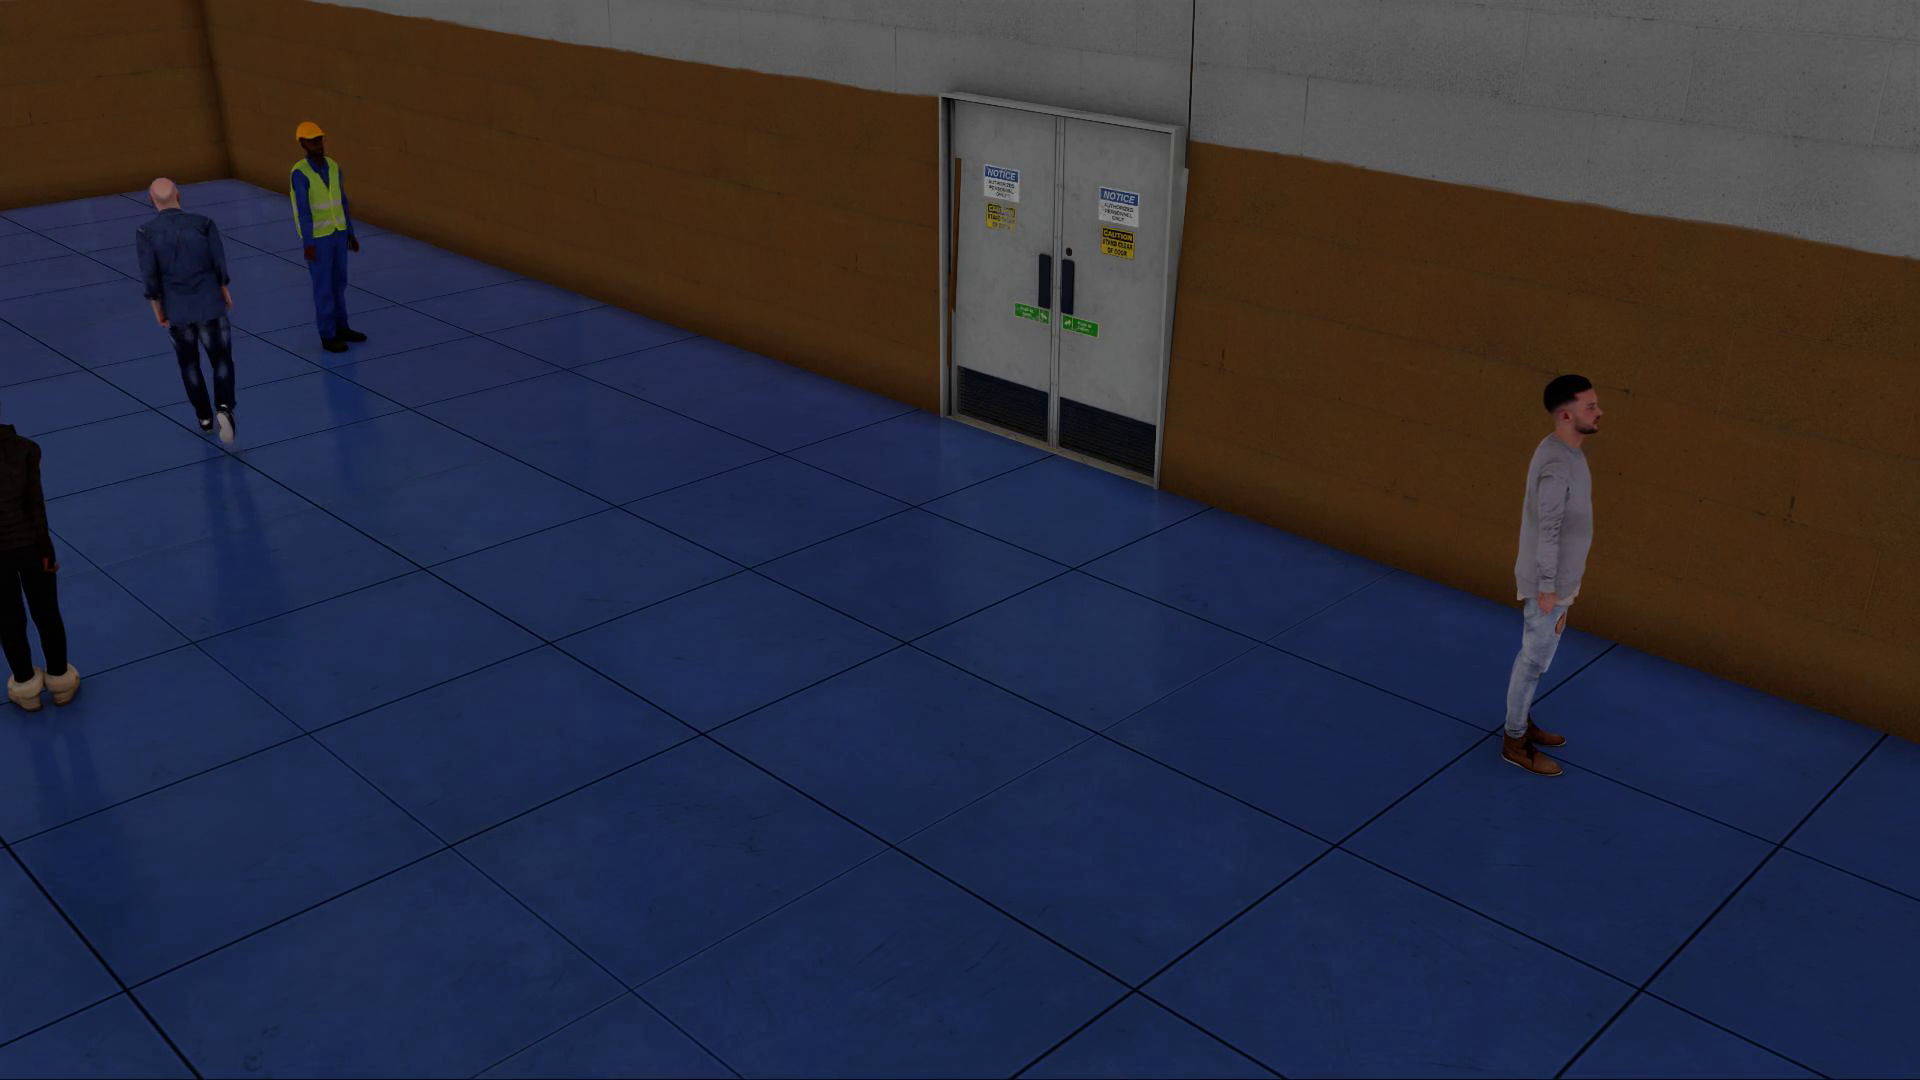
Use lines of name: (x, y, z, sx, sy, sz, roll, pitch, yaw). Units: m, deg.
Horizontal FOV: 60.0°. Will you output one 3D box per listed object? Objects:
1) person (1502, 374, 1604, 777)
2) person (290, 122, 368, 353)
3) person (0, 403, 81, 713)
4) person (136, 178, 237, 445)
person: (2.629, 0.138, 7.415, 0.819, 1.841, 0.657, 10, 25, 21)
person: (-5.106, -2.447, 13.362, 0.835, 1.811, 0.708, 8, 25, 18)
person: (-4.454, 0.055, 7.829, 0.668, 1.661, 0.605, 9, 25, 19)
person: (-5.163, -1.516, 11.243, 1.127, 1.804, 1.022, -10, 26, -22)
